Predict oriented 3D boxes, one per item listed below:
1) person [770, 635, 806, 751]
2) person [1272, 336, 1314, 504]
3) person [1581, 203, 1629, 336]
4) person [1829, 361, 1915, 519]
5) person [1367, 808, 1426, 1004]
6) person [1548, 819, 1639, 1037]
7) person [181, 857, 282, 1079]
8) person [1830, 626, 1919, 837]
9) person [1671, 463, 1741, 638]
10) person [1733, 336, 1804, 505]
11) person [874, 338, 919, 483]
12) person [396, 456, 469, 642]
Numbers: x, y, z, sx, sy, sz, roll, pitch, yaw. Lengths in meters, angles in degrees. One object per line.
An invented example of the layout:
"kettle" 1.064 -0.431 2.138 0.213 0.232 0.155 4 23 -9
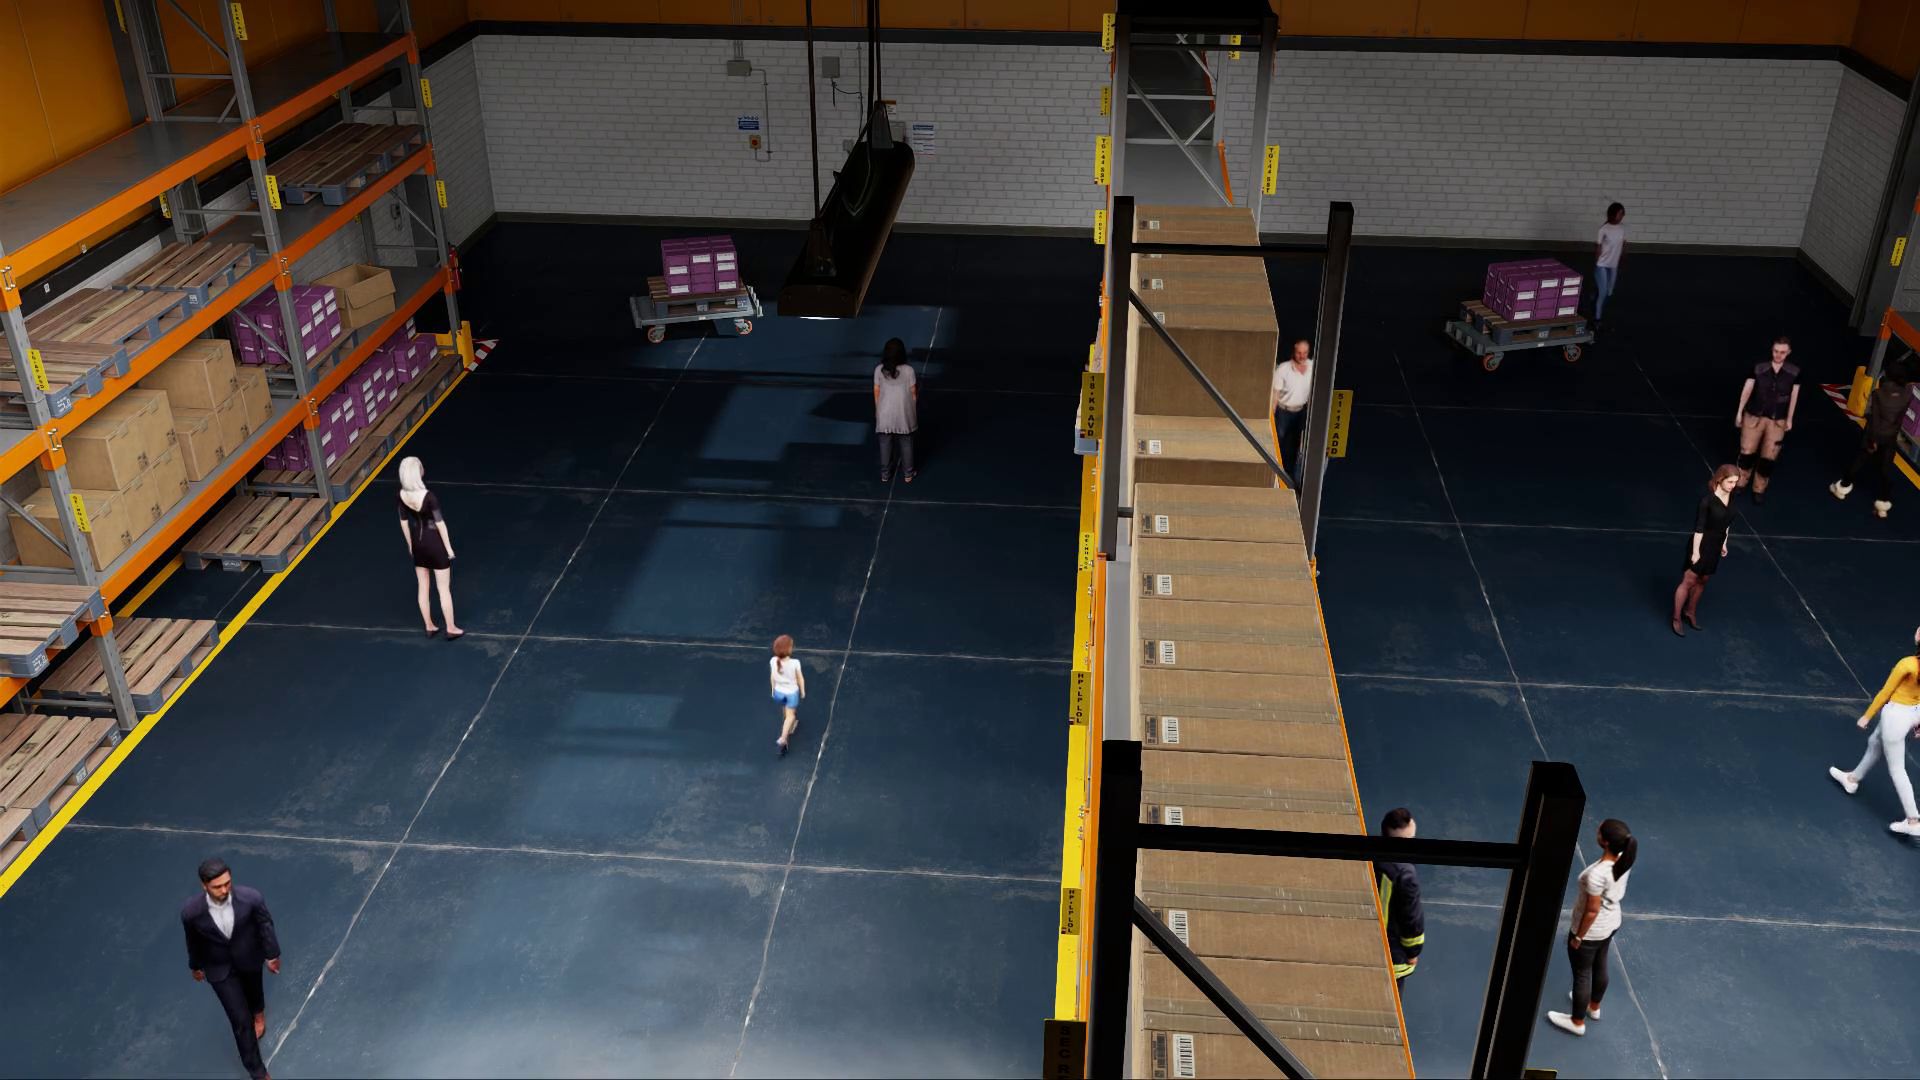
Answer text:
"person" -1.436 1.245 13.600 0.498 1.006 0.731 7 29 13
"person" 3.477 -1.361 17.536 0.784 1.811 1.272 -3 29 -6
"person" 8.391 -3.577 21.713 0.787 1.702 1.021 -7 29 -12
"person" 9.509 -1.121 17.269 0.559 1.646 0.988 2 29 4
"person" 2.678 2.430 10.530 0.946 1.865 0.844 -15 32 -25
"person" 4.088 2.471 10.685 0.644 1.645 0.704 -22 35 -34
"person" -4.551 2.591 10.431 1.092 1.678 1.256 -12 31 -21
"person" 7.136 1.429 12.524 0.931 1.713 1.249 -9 30 -17
"person" 6.730 0.071 15.021 0.659 1.705 0.668 -14 31 -23
"person" 8.449 -1.312 17.431 0.817 1.826 0.834 14 31 23
"person" -0.688 -1.392 17.804 0.612 1.611 0.629 2 29 4
"person" -4.760 0.075 14.885 0.612 1.829 0.544 7 29 12
